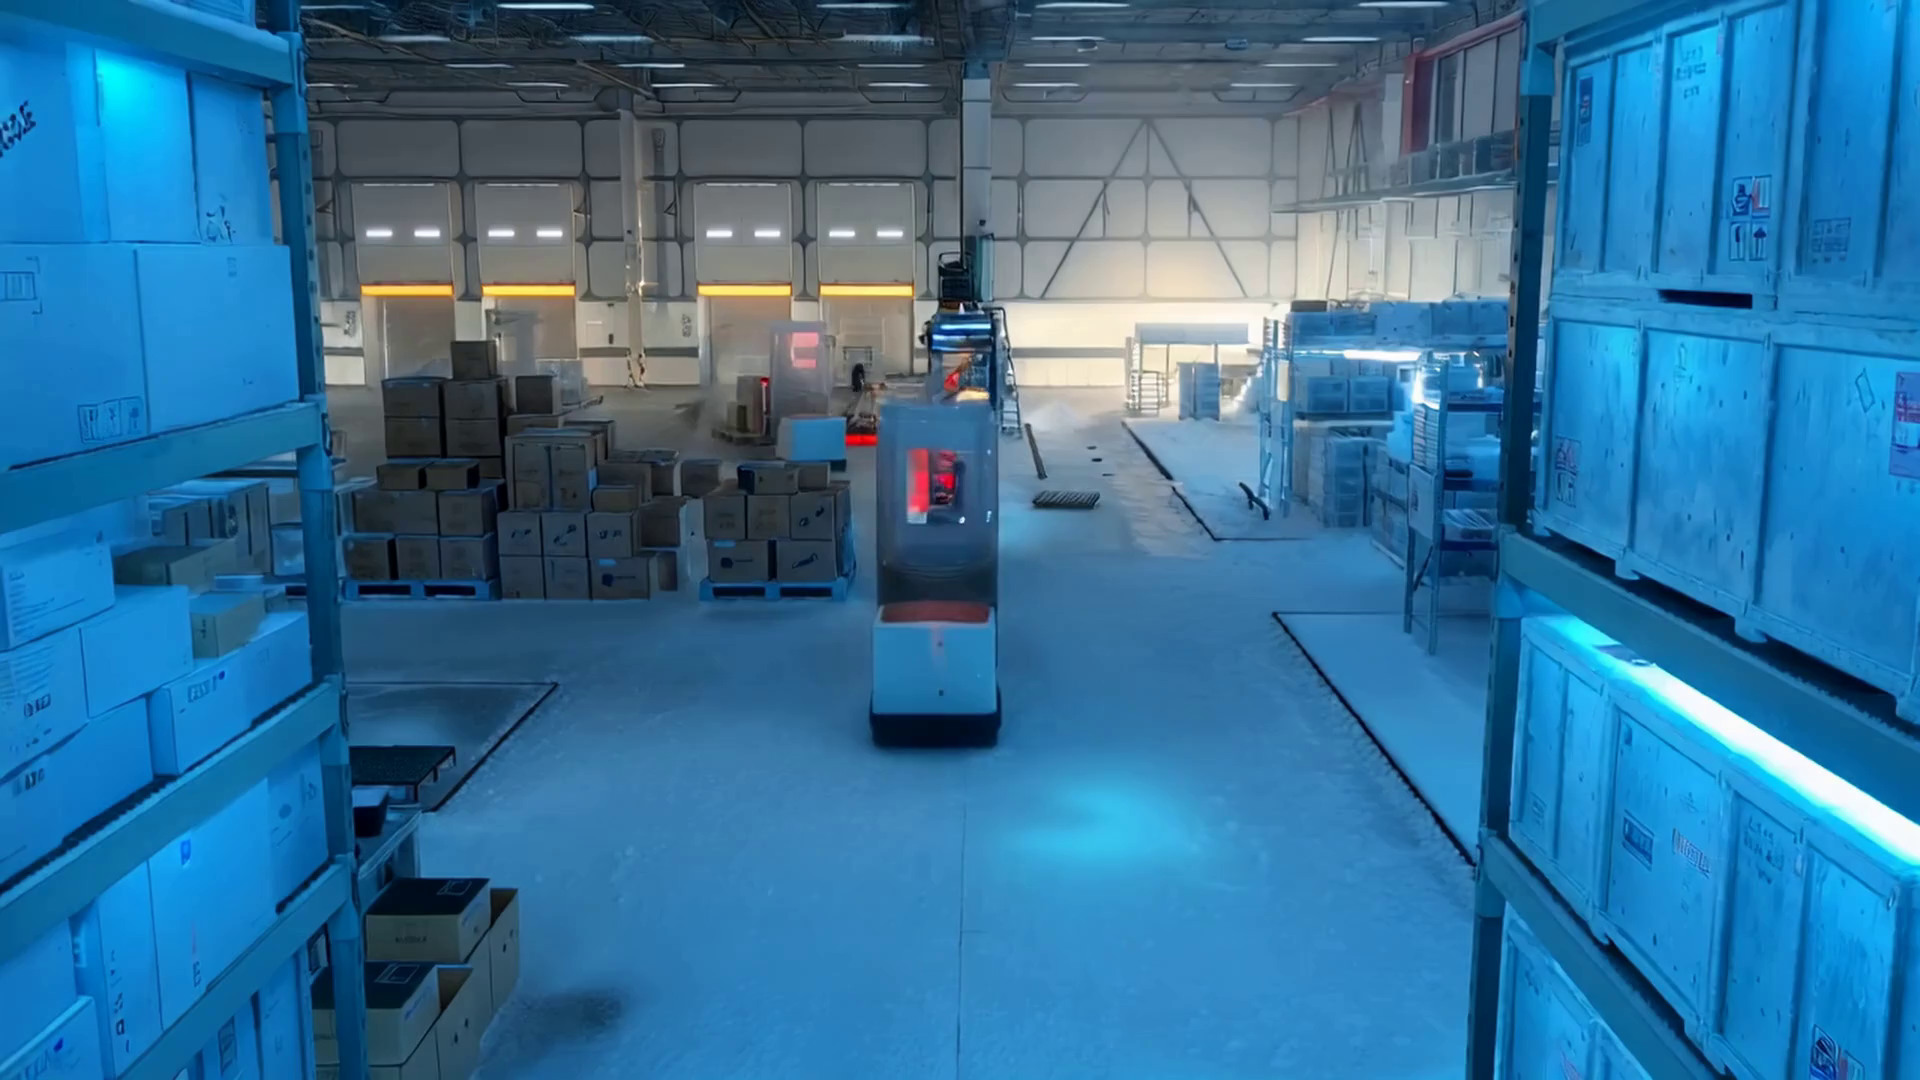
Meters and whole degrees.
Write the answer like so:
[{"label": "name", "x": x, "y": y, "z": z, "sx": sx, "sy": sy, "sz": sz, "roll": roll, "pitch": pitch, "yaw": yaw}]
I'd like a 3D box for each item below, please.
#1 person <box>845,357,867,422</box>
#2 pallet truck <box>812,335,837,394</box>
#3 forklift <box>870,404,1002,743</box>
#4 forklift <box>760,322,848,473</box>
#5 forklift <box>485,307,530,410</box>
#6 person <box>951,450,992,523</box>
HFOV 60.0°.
[{"label": "person", "x": -2.417, "y": -3.463, "z": 39.149, "sx": 0.439, "sy": 1.683, "sz": 0.539, "roll": -8, "pitch": 12, "yaw": -38}, {"label": "pallet truck", "x": -3.021, "y": -4.312, "z": 43.126, "sx": 1.885, "sy": 1.965, "sz": 0.823, "roll": 3, "pitch": 10, "yaw": 17}, {"label": "forklift", "x": -0.204, "y": 0.205, "z": 14.519, "sx": 1.129, "sy": 2.768, "sz": 1.873, "roll": 0, "pitch": 10, "yaw": 1}, {"label": "forklift", "x": -2.942, "y": -2.700, "z": 31.278, "sx": 1.129, "sy": 2.768, "sz": 1.873, "roll": -5, "pitch": 11, "yaw": -26}, {"label": "forklift", "x": -10.753, "y": -4.150, "z": 39.645, "sx": 1.129, "sy": 2.768, "sz": 1.873, "roll": 0, "pitch": 10, "yaw": 1}, {"label": "person", "x": 0.161, "y": -0.347, "z": 20.258, "sx": 0.619, "sy": 1.992, "sz": 0.396, "roll": -5, "pitch": 11, "yaw": -28}]
